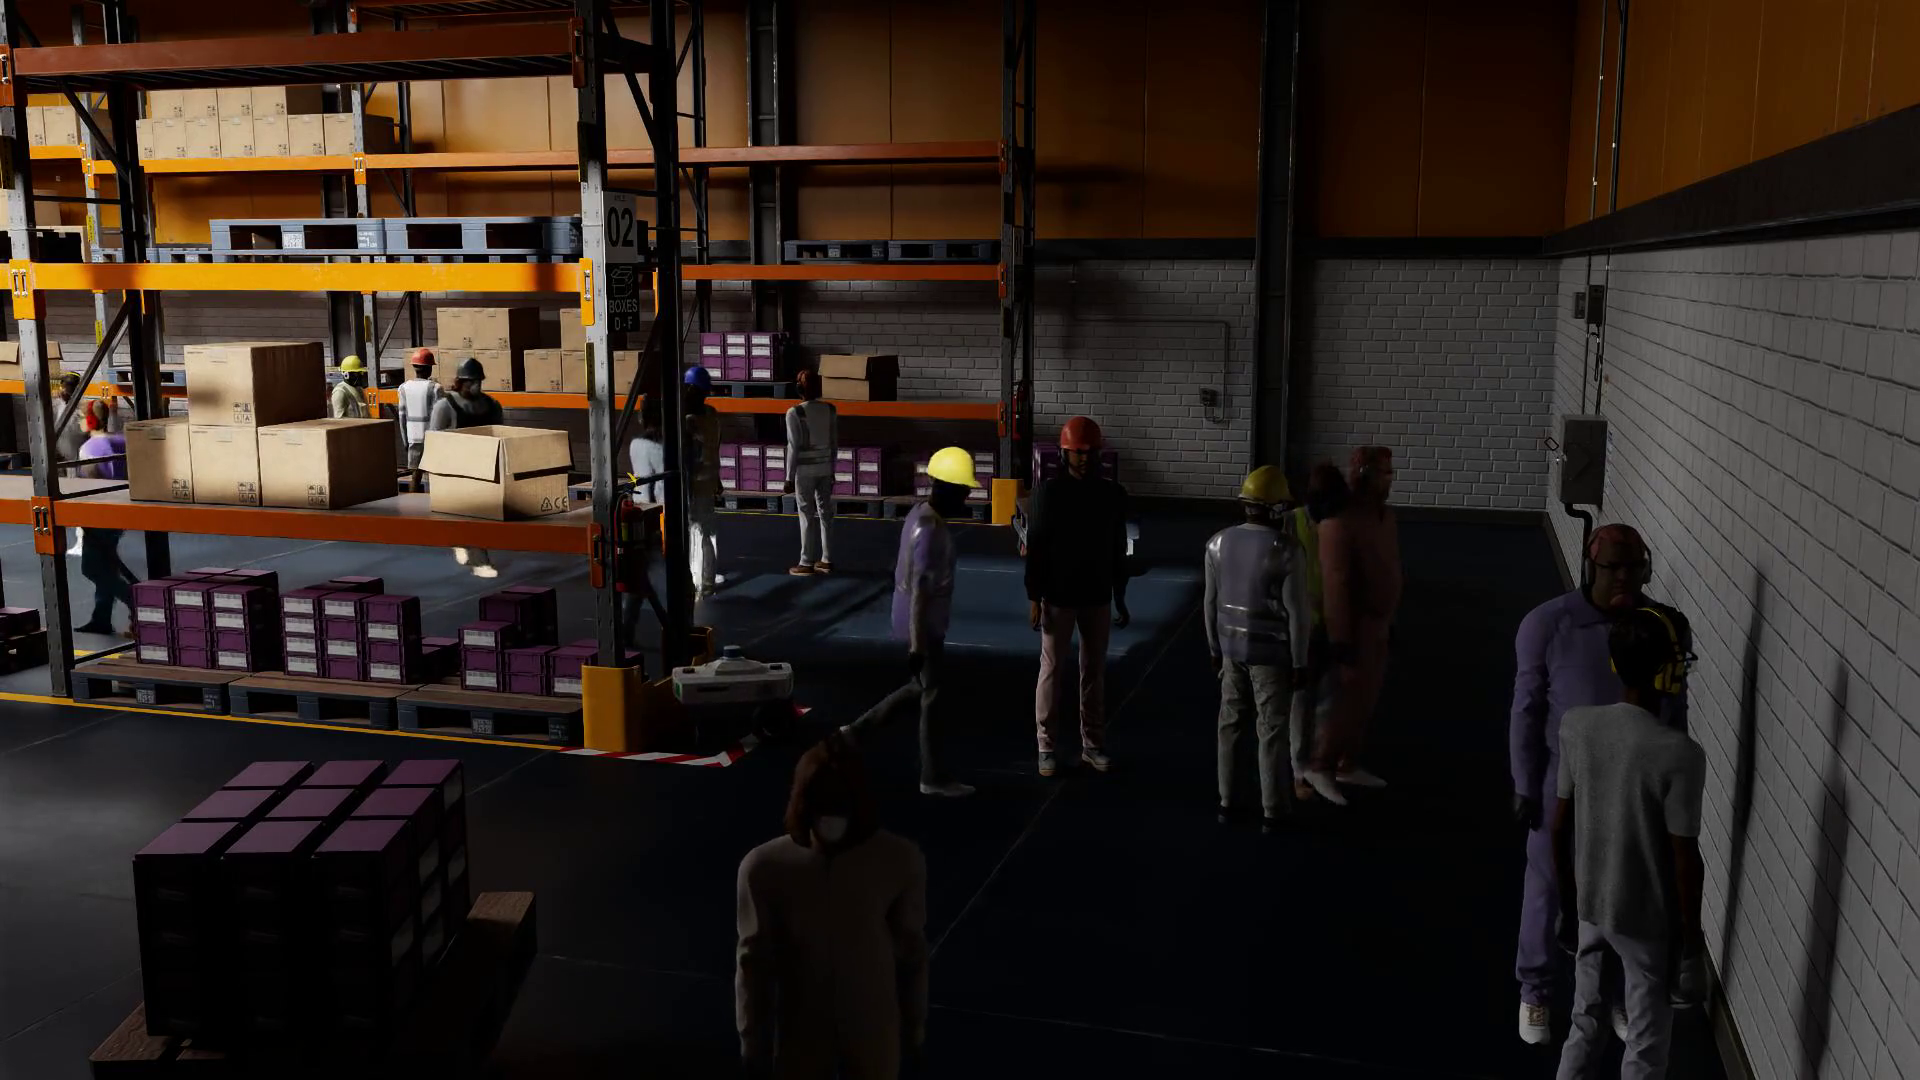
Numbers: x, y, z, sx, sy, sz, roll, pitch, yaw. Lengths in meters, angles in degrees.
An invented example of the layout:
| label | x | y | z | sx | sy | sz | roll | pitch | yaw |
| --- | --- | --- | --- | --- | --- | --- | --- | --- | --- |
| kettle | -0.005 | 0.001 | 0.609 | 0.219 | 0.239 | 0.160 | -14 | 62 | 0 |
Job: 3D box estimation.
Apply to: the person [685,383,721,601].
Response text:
| label | x | y | z | sx | sy | sz | roll | pitch | yaw |
| --- | --- | --- | --- | --- | --- | --- | --- | --- | --- |
| person | -2.264 | -0.407 | 14.062 | 0.429 | 1.845 | 0.622 | 3 | 10 | 19 |

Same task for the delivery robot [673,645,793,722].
| label | x | y | z | sx | sy | sz | roll | pitch | yaw |
| --- | --- | --- | --- | --- | --- | --- | --- | --- | --- |
| delivery robot | -1.354 | 0.871 | 9.902 | 0.707 | 0.478 | 0.477 | -1 | 9 | -10 |

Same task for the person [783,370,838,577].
| label | x | y | z | sx | sy | sz | roll | pitch | yaw |
| --- | --- | --- | --- | --- | --- | --- | --- | --- | --- |
| person | -1.355 | -0.605 | 15.148 | 0.572 | 1.883 | 0.355 | -9 | 13 | -42 |

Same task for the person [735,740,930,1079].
| label | x | y | z | sx | sy | sz | roll | pitch | yaw |
| --- | --- | --- | --- | --- | --- | --- | --- | --- | --- |
| person | -0.341 | 1.285 | 4.455 | 0.509 | 1.615 | 0.632 | -1 | 9 | -7 |

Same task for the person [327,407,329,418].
| label | x | y | z | sx | sy | sz | roll | pitch | yaw |
| --- | --- | --- | --- | --- | --- | --- | --- | --- | --- |
| person | -7.548 | -1.230 | 19.128 | 0.583 | 1.839 | 1.007 | -2 | 10 | -11 |

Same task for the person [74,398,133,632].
| label | x | y | z | sx | sy | sz | roll | pitch | yaw |
| --- | --- | --- | --- | --- | --- | --- | --- | --- | --- |
| person | -6.497 | -0.171 | 12.655 | 0.674 | 1.830 | 0.588 | 0 | 9 | 1 |

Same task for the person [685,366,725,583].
| label | x | y | z | sx | sy | sz | roll | pitch | yaw |
| --- | --- | --- | --- | --- | --- | --- | --- | --- | --- |
| person | -2.329 | -0.560 | 14.669 | 0.385 | 1.949 | 0.601 | 6 | 11 | 34 |

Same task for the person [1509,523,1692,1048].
| label | x | y | z | sx | sy | sz | roll | pitch | yaw |
| --- | --- | --- | --- | --- | --- | --- | --- | --- | --- |
| person | 2.304 | 0.885 | 5.988 | 0.636 | 1.911 | 0.405 | 0 | 9 | 2 |

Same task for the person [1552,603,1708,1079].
| label | x | y | z | sx | sy | sz | roll | pitch | yaw |
| --- | --- | --- | --- | --- | --- | --- | --- | --- | --- |
| person | 1.929 | 1.103 | 4.774 | 0.329 | 1.872 | 0.510 | -5 | 11 | -29 |

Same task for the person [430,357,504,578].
| label | x | y | z | sx | sy | sz | roll | pitch | yaw |
| --- | --- | --- | --- | --- | --- | --- | --- | --- | --- |
| person | -4.507 | -0.710 | 15.303 | 0.913 | 2.000 | 0.685 | 9 | 13 | 43 |

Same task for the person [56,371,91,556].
| label | x | y | z | sx | sy | sz | roll | pitch | yaw |
| --- | --- | --- | --- | --- | --- | --- | --- | --- | --- |
| person | -8.536 | -0.716 | 16.004 | 0.691 | 1.836 | 0.314 | 7 | 11 | 36 |

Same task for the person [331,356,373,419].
| label | x | y | z | sx | sy | sz | roll | pitch | yaw |
| --- | --- | --- | --- | --- | --- | --- | --- | --- | --- |
| person | -6.749 | -1.138 | 18.545 | 0.403 | 1.830 | 0.599 | 1 | 9 | 3 |

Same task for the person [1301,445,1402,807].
| label | x | y | z | sx | sy | sz | roll | pitch | yaw |
| --- | --- | --- | --- | --- | --- | --- | --- | --- | --- |
| person | 2.123 | 0.442 | 8.848 | 0.410 | 1.884 | 0.735 | 7 | 11 | 35 |

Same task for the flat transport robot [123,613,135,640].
| label | x | y | z | sx | sy | sz | roll | pitch | yaw |
| --- | --- | --- | --- | --- | --- | --- | --- | --- | --- |
| flat transport robot | -5.465 | 0.637 | 12.472 | 1.431 | 0.197 | 0.652 | 3 | 10 | 19 |

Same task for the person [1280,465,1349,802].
| label | x | y | z | sx | sy | sz | roll | pitch | yaw |
| --- | --- | --- | --- | --- | --- | --- | --- | --- | --- |
| person | 1.924 | 0.467 | 8.960 | 0.632 | 1.788 | 0.678 | -1 | 9 | -7 |

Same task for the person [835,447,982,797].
| label | x | y | z | sx | sy | sz | roll | pitch | yaw |
| --- | --- | --- | --- | --- | --- | --- | --- | --- | --- |
| person | -0.262 | 0.445 | 8.727 | 0.742 | 1.887 | 0.627 | -1 | 9 | -4 |

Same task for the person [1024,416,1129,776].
| label | x | y | z | sx | sy | sz | roll | pitch | yaw |
| --- | --- | --- | --- | --- | --- | --- | --- | --- | --- |
| person | 0.655 | 0.309 | 9.233 | 0.608 | 1.995 | 0.377 | -3 | 10 | -17 |

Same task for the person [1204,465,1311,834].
| label | x | y | z | sx | sy | sz | roll | pitch | yaw |
| --- | --- | --- | --- | --- | --- | --- | --- | --- | --- |
| person | 1.497 | 0.541 | 8.305 | 0.404 | 1.835 | 0.590 | -9 | 13 | -43 |

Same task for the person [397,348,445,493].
| label | x | y | z | sx | sy | sz | roll | pitch | yaw |
| --- | --- | --- | --- | --- | --- | --- | --- | --- | --- |
| person | -5.764 | -1.096 | 17.968 | 0.552 | 1.937 | 0.356 | 2 | 10 | 12 |

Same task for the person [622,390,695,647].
| label | x | y | z | sx | sy | sz | roll | pitch | yaw |
| --- | --- | --- | --- | --- | --- | --- | --- | --- | --- |
| person | -2.303 | -0.146 | 12.268 | 0.896 | 1.905 | 0.664 | 6 | 11 | 31 |
